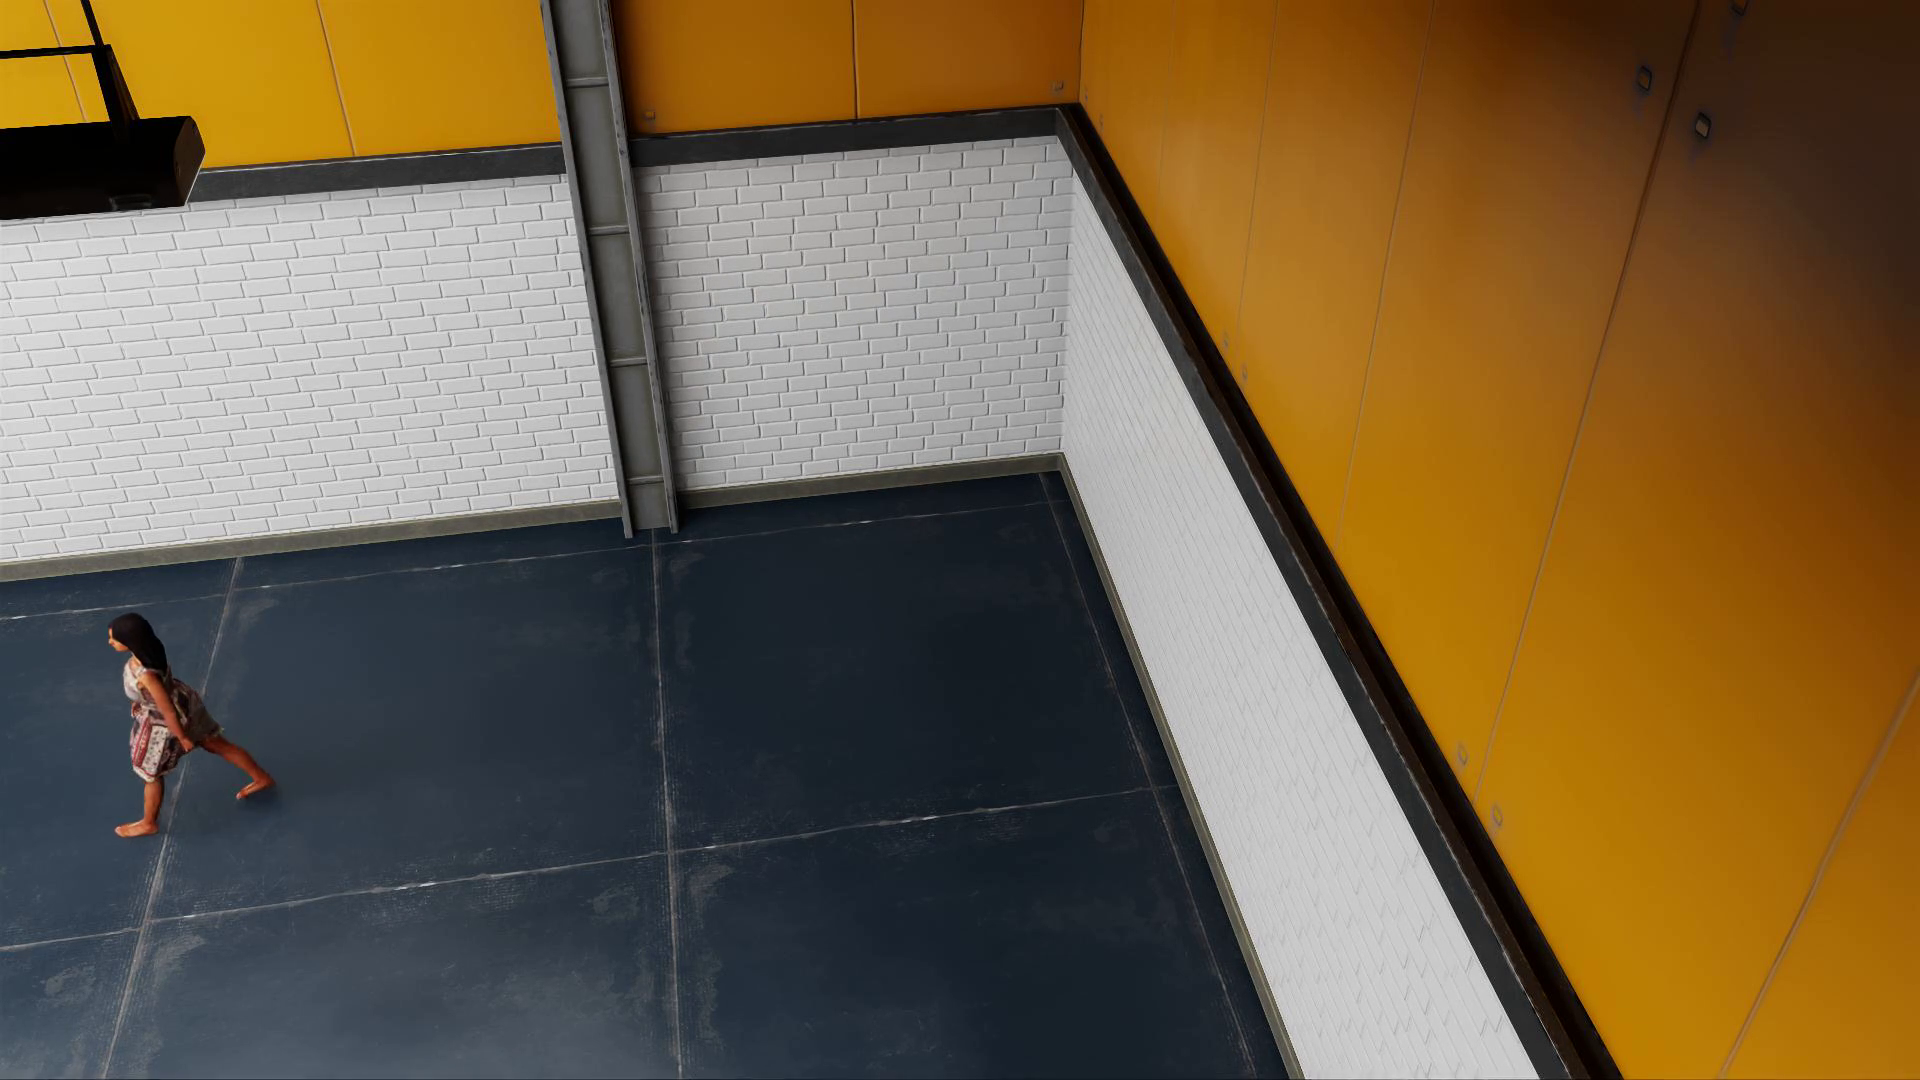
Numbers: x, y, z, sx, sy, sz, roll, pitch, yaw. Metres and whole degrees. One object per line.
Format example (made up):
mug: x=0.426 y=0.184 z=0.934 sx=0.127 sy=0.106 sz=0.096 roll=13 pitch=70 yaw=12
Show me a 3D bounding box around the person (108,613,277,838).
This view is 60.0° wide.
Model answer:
person: x=-4.533 y=1.036 z=9.771 sx=1.196 sy=1.591 sz=0.786 roll=-14 pitch=41 yaw=-17
